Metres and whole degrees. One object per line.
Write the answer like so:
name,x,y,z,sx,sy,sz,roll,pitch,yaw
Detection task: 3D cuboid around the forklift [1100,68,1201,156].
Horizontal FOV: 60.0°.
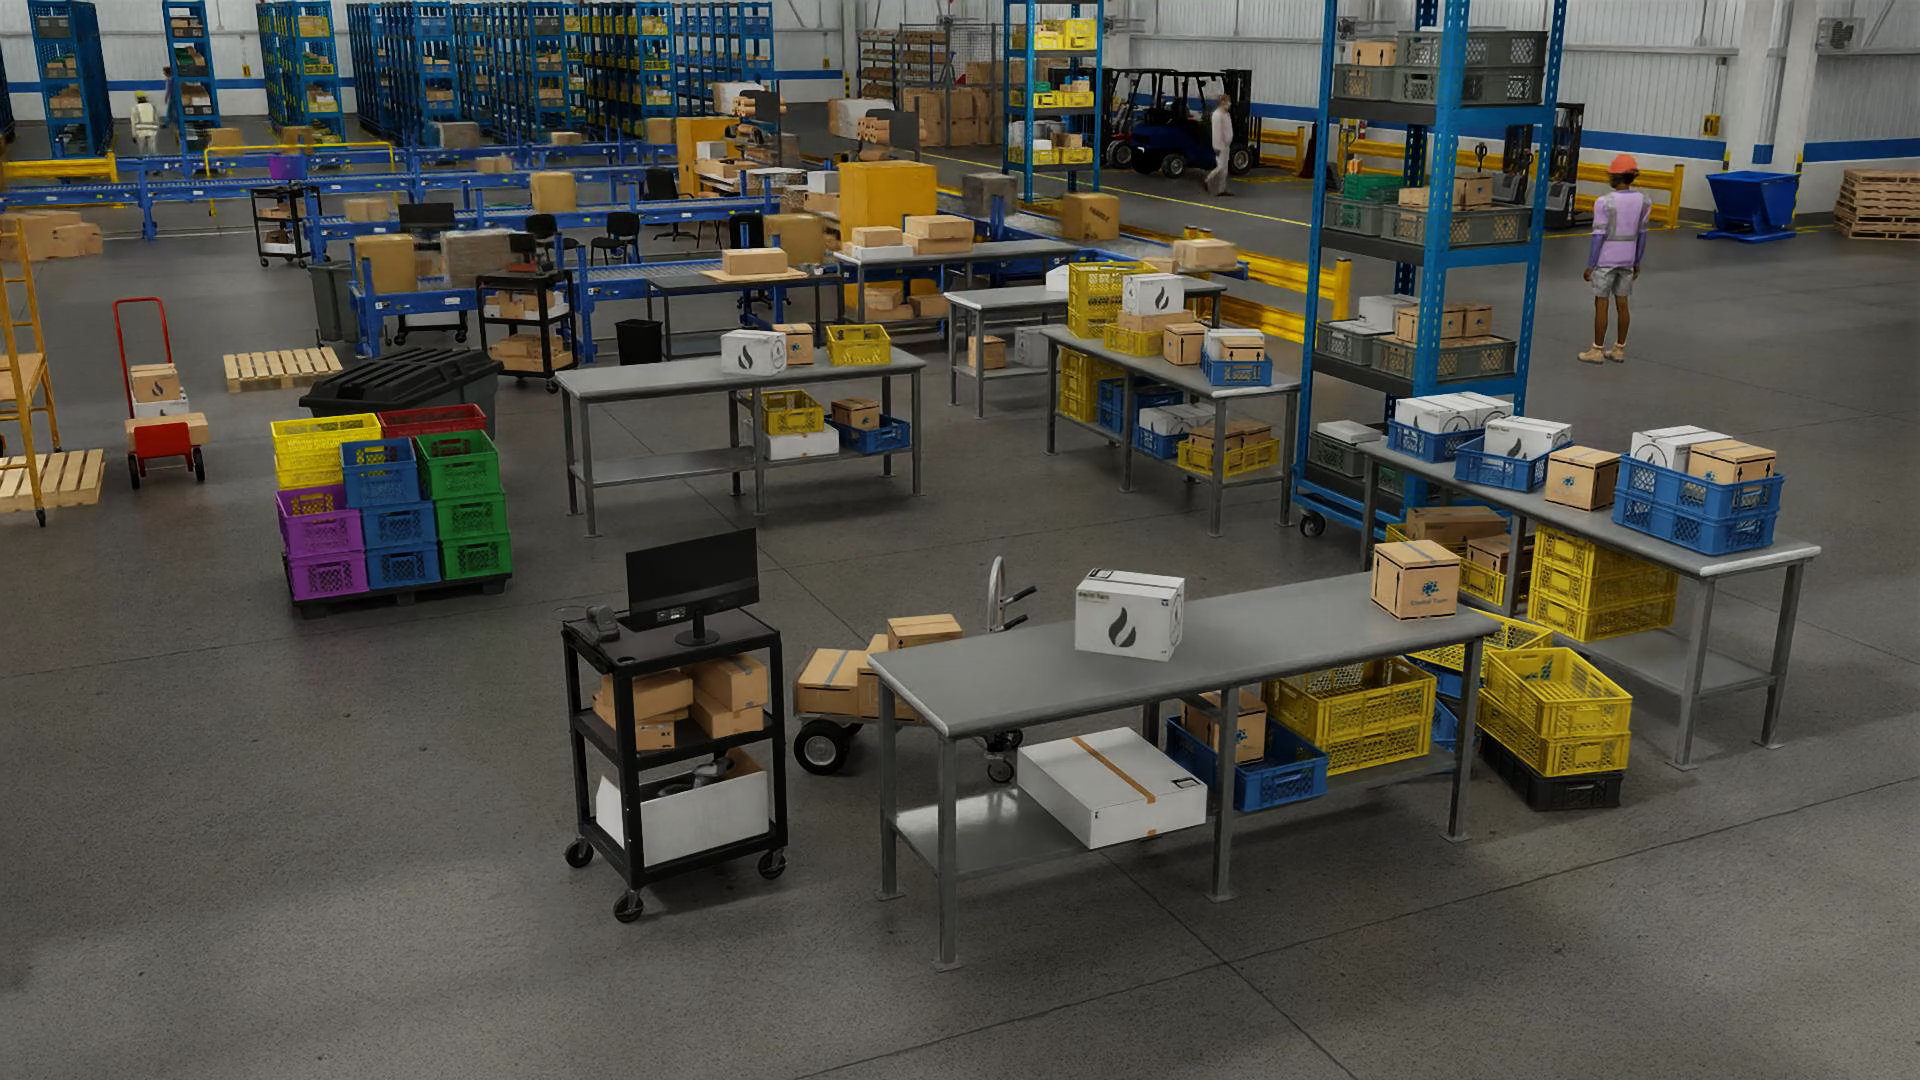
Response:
forklift,4.082,-9.564,37.410,2.680,1.987,1.157,-8,19,-23

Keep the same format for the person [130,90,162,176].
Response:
person,-17.240,-8.621,35.275,0.602,1.787,0.798,-13,22,-36

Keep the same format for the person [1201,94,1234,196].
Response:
person,4.913,-7.434,31.346,0.515,1.894,0.663,9,20,25

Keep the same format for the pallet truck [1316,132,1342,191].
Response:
pallet truck,7.723,-7.504,32.656,1.601,1.201,0.680,-8,19,-23

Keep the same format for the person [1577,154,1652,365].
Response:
person,6.420,-2.749,16.355,0.614,2.040,0.378,-5,18,-15

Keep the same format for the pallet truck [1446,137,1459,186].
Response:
pallet truck,9.184,-6.485,29.328,1.630,1.274,0.653,-8,19,-23

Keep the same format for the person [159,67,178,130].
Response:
person,-23.448,-13.076,49.261,0.940,1.801,0.588,-12,21,-33

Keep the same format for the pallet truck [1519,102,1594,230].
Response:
pallet truck,9.972,-6.037,26.785,1.885,1.965,0.823,-9,20,-25

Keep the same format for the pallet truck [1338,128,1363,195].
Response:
pallet truck,7.845,-7.140,31.411,1.522,1.261,0.704,-9,20,-25

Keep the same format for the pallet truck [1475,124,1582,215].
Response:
pallet truck,9.707,-6.455,28.103,1.885,1.965,0.823,-7,19,-20

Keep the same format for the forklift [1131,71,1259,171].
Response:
forklift,4.998,-8.936,35.413,2.680,1.987,1.157,-9,20,-25
